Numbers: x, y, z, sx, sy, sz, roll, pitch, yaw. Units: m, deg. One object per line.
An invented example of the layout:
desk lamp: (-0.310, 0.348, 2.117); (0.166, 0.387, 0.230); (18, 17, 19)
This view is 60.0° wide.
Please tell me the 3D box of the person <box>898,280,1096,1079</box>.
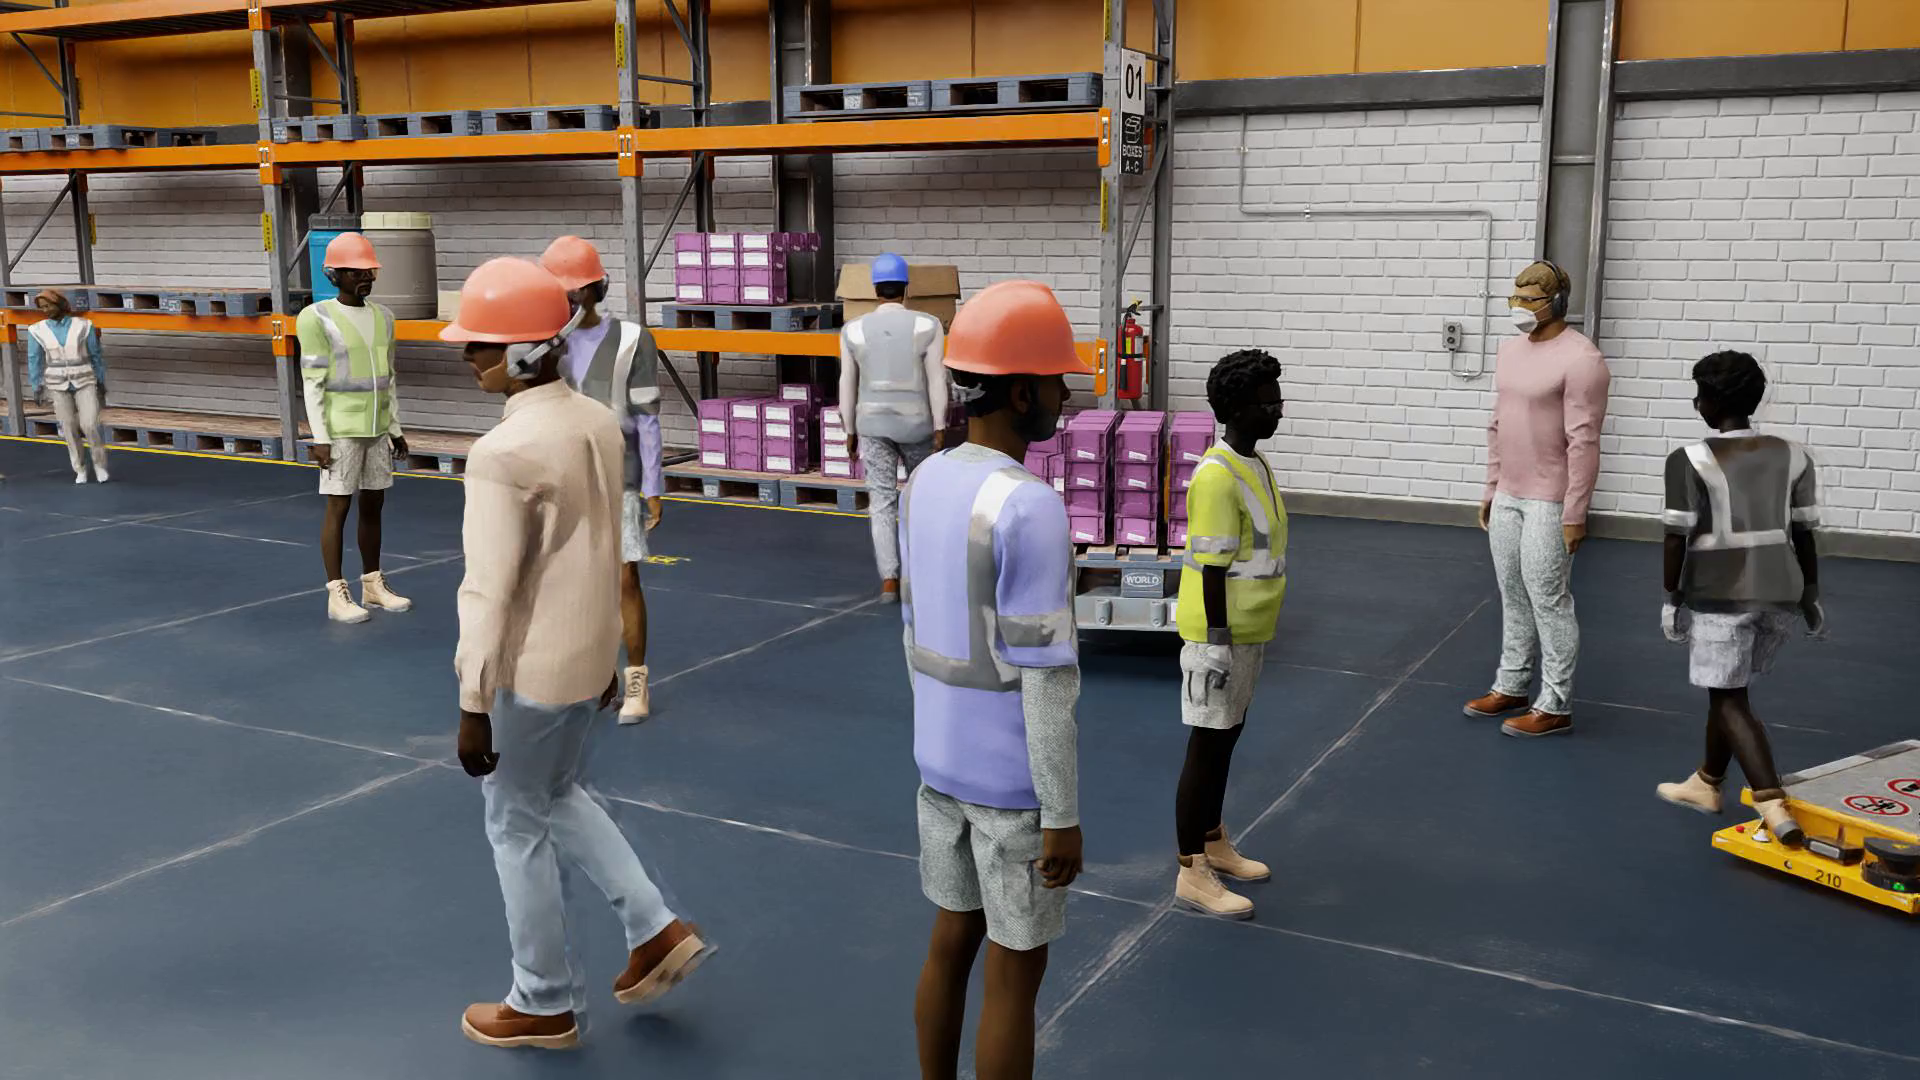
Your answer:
person: (0.091, 0.451, 3.382); (0.358, 1.938, 0.548); (-6, 12, -29)

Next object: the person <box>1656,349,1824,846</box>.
person: (2.632, 0.203, 5.517); (0.559, 1.657, 0.774); (-3, 11, -15)

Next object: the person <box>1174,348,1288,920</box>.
person: (0.821, 0.272, 5.024); (0.318, 1.695, 0.539); (4, 11, 21)

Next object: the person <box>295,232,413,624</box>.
person: (-3.182, -0.594, 8.817); (0.385, 2.045, 0.605); (6, 12, 28)

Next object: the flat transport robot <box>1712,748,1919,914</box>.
flat transport robot: (3.220, 0.899, 5.496); (1.431, 0.197, 0.652); (-6, 12, -31)

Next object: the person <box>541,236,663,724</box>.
person: (-1.544, -0.234, 6.907); (0.616, 2.028, 0.408); (0, 10, 0)

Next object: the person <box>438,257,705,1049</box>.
person: (-1.001, 0.306, 4.069); (0.462, 1.972, 0.642); (3, 11, 15)

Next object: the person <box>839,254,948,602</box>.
person: (-0.368, -0.632, 9.357); (0.630, 1.914, 0.661); (1, 10, 6)

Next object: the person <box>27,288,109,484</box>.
person: (-7.264, -1.241, 13.552); (0.527, 1.605, 0.461); (-4, 11, -20)

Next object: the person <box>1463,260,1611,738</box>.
person: (2.354, -0.161, 6.774); (0.363, 1.932, 0.633); (-3, 11, -14)
